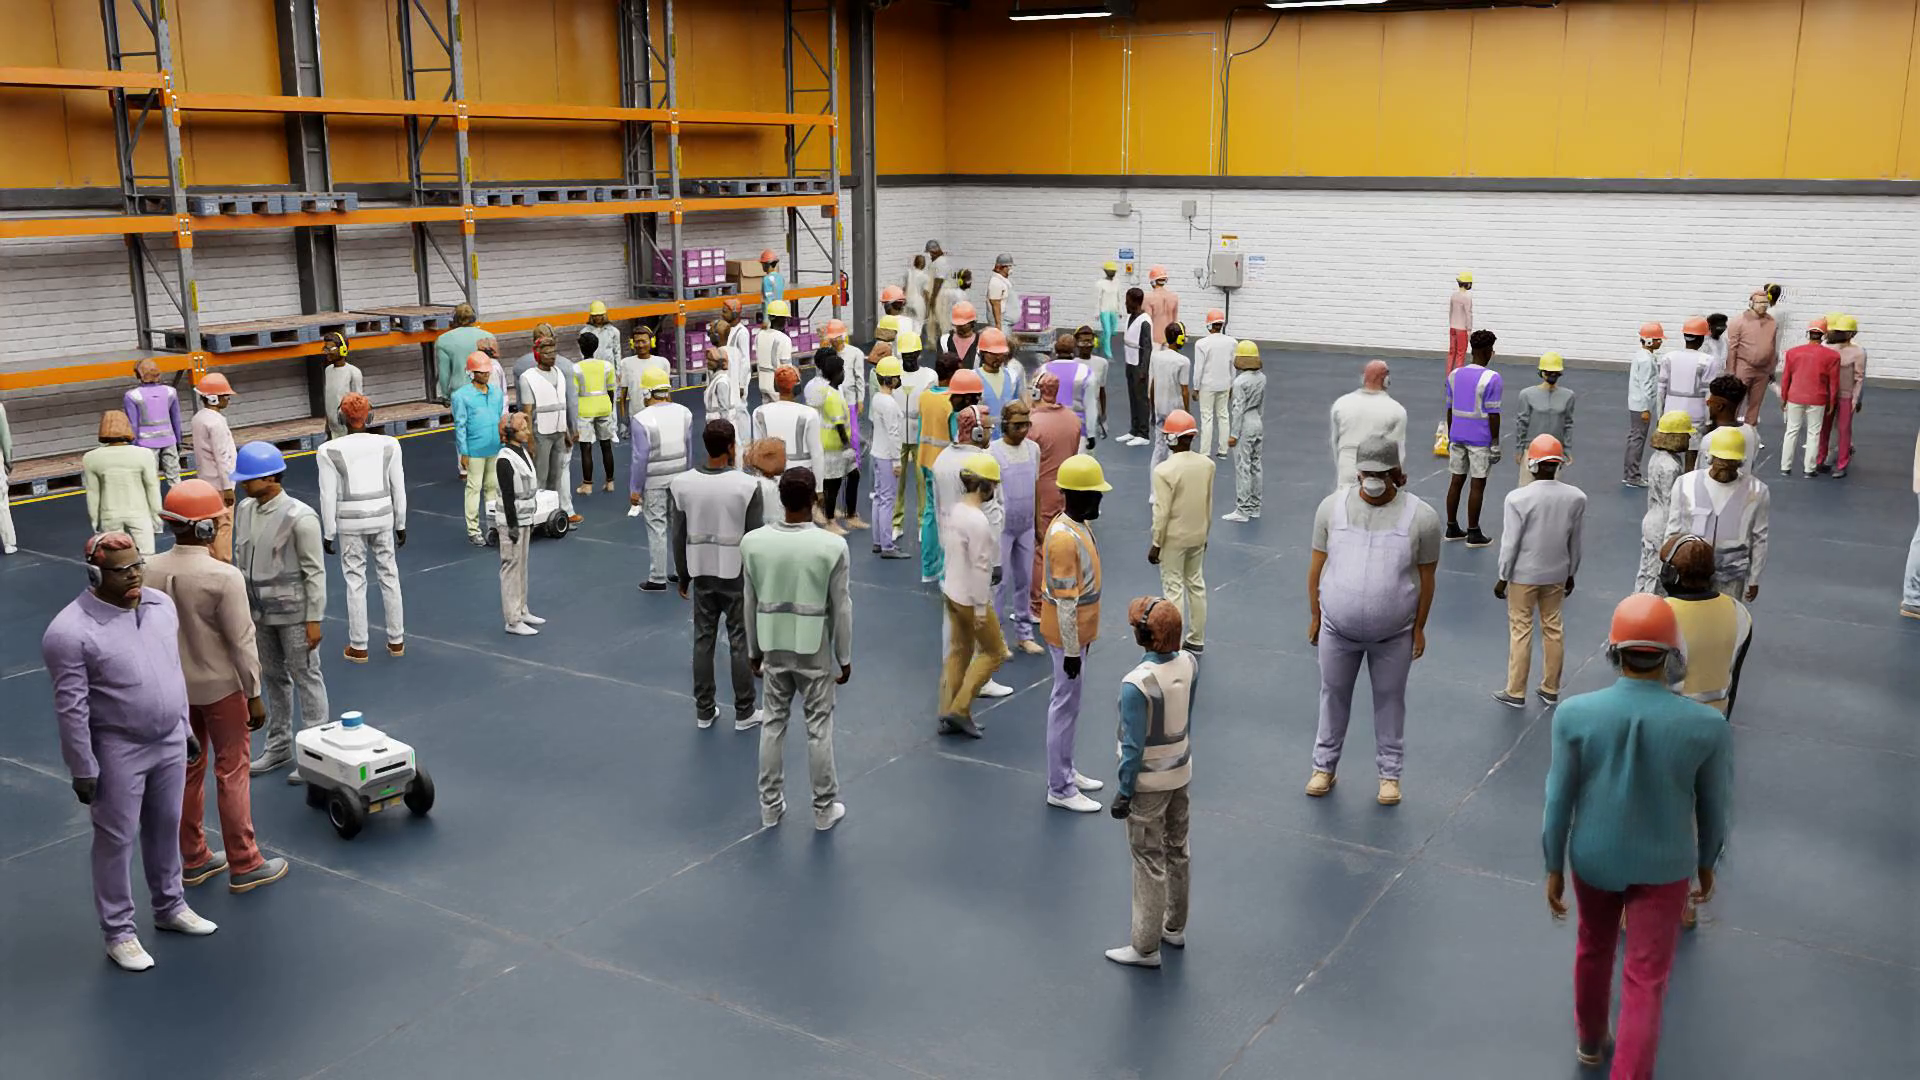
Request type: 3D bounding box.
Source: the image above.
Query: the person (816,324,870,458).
[{"bbox_3d":[-1.359,-1.653,18.905,0.514,1.625,0.529,-8,15,-31],"label":"person"}]

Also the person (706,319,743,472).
[{"bbox_3d":[-2.426,-1.336,17.031,0.345,1.846,0.508,6,14,23],"label":"person"}]

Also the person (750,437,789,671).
[{"bbox_3d":[-1.266,0.109,11.262,0.341,1.625,0.514,-1,13,-3],"label":"person"}]

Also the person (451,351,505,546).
[{"bbox_3d":[-4.309,-0.836,15.060,0.330,1.751,0.564,8,15,31],"label":"person"}]

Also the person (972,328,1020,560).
[{"bbox_3d":[0.276,-0.802,14.279,0.615,2.041,0.391,-8,15,-31],"label":"person"}]

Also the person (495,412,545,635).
[{"bbox_3d":[-3.257,-0.128,12.237,0.312,1.642,0.512,0,13,-1],"label":"person"}]

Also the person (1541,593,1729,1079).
[{"bbox_3d":[2.412,1.159,5.998,0.602,1.954,1.030,7,15,27],"label":"person"}]

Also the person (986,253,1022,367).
[{"bbox_3d":[0.678,-3.395,25.532,0.536,2.000,0.683,3,13,12],"label":"person"}]

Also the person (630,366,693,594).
[{"bbox_3d":[-2.409,-0.482,13.349,0.403,1.835,0.588,10,17,38],"label":"person"}]

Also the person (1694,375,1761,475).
[{"bbox_3d":[5.369,-0.186,11.776,0.601,1.967,0.369,-10,16,-36],"label":"person"}]

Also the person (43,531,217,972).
[{"bbox_3d":[-3.571,0.894,7.223,0.407,1.906,0.655,5,14,20],"label":"person"}]

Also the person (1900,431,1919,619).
[{"bbox_3d":[7.438,-0.394,12.613,0.394,1.992,0.622,8,15,32],"label":"person"}]

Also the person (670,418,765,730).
[{"bbox_3d":[-1.454,0.218,10.133,0.596,1.915,0.373,3,13,13],"label":"person"}]

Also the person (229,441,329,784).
[{"bbox_3d":[-3.799,0.401,9.286,0.602,1.941,0.402,7,15,26],"label":"person"}]

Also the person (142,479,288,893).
[{"bbox_3d":[-3.566,0.694,7.895,0.624,1.992,0.386,4,14,18],"label":"person"}]

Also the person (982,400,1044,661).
[{"bbox_3d":[0.360,-0.069,11.565,0.511,1.836,0.357,-9,16,-34],"label":"person"}]

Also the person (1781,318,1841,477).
[{"bbox_3d":[9.301,-1.554,18.212,0.573,1.739,0.355,9,16,34],"label":"person"}]

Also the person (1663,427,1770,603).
[{"bbox_3d":[4.753,0.182,10.498,0.595,1.825,0.403,6,14,25],"label":"person"}]

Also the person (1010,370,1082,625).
[{"bbox_3d":[0.620,-0.319,12.484,0.410,1.909,0.643,11,17,40],"label":"person"}]

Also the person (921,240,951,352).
[{"bbox_3d":[-0.478,-4.389,29.842,0.669,2.000,0.693,-4,13,-15],"label":"person"}]

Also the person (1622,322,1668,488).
[{"bbox_3d":[7.279,-1.440,17.680,0.329,1.751,0.569,3,13,14],"label":"person"}]

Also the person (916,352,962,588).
[{"bbox_3d":[-0.141,-0.571,13.549,0.386,1.918,0.590,-9,16,-33],"label":"person"}]

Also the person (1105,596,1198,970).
[{"bbox_3d":[0.837,1.040,7.172,0.309,1.641,0.513,10,16,37],"label":"person"}]

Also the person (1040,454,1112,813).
[{"bbox_3d":[0.619,0.489,8.933,0.371,1.927,0.588,2,13,7],"label":"person"}]

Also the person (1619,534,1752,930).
[{"bbox_3d":[3.174,0.875,7.450,0.627,1.844,0.429,-5,14,-21],"label":"person"}]

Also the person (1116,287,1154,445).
[{"bbox_3d":[2.169,-2.111,20.235,0.396,1.917,0.590,-3,13,-14],"label":"person"}]

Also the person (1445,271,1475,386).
[{"bbox_3d":[7.612,-3.187,25.234,0.311,1.768,0.532,-4,14,-17],"label":"person"}]

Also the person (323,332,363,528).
[{"bbox_3d":[-5.778,-1.012,15.573,0.513,1.872,0.328,8,15,31],"label":"person"}]

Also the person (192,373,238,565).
[{"bbox_3d":[-6.017,-0.487,13.549,0.343,1.749,0.573,-11,17,-38],"label":"person"}]

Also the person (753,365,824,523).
[{"bbox_3d":[-1.327,-0.430,13.019,0.574,1.883,0.356,4,13,16],"label":"person"}]

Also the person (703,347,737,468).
[{"bbox_3d":[-2.355,-1.080,16.368,0.314,1.640,0.514,-3,13,-13],"label":"person"}]

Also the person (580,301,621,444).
[{"bbox_3d":[-4.384,-2.044,20.330,0.492,1.740,0.319,-3,13,-13],"label":"person"}]

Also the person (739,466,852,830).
[{"bbox_3d":[-0.850,0.569,8.643,0.584,1.908,0.387,3,13,13],"label":"person"}]

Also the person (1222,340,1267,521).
[{"bbox_3d":[2.744,-1.052,16.026,0.297,1.742,0.490,11,17,39],"label":"person"}]

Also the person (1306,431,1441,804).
[{"bbox_3d":[2.205,0.421,8.978,0.684,2.000,0.538,5,14,20],"label":"person"}]

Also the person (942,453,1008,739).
[{"bbox_3d":[0.072,0.348,9.965,0.411,1.734,0.552,-4,14,-19],"label":"person"}]

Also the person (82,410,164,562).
[{"bbox_3d":[-6.219,-0.155,12.396,0.504,1.628,0.278,-3,13,-14],"label":"person"}]

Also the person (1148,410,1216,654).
[{"bbox_3d":[1.516,-0.034,11.579,0.563,1.752,0.341,-10,17,-38],"label":"person"}]

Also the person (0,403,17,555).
[{"bbox_3d":[-8.544,-0.650,14.505,0.523,1.640,0.306,-10,16,-36],"label":"person"}]

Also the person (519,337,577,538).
[{"bbox_3d":[-3.830,-0.961,15.398,0.373,1.843,0.572,6,14,24],"label":"person"}]
